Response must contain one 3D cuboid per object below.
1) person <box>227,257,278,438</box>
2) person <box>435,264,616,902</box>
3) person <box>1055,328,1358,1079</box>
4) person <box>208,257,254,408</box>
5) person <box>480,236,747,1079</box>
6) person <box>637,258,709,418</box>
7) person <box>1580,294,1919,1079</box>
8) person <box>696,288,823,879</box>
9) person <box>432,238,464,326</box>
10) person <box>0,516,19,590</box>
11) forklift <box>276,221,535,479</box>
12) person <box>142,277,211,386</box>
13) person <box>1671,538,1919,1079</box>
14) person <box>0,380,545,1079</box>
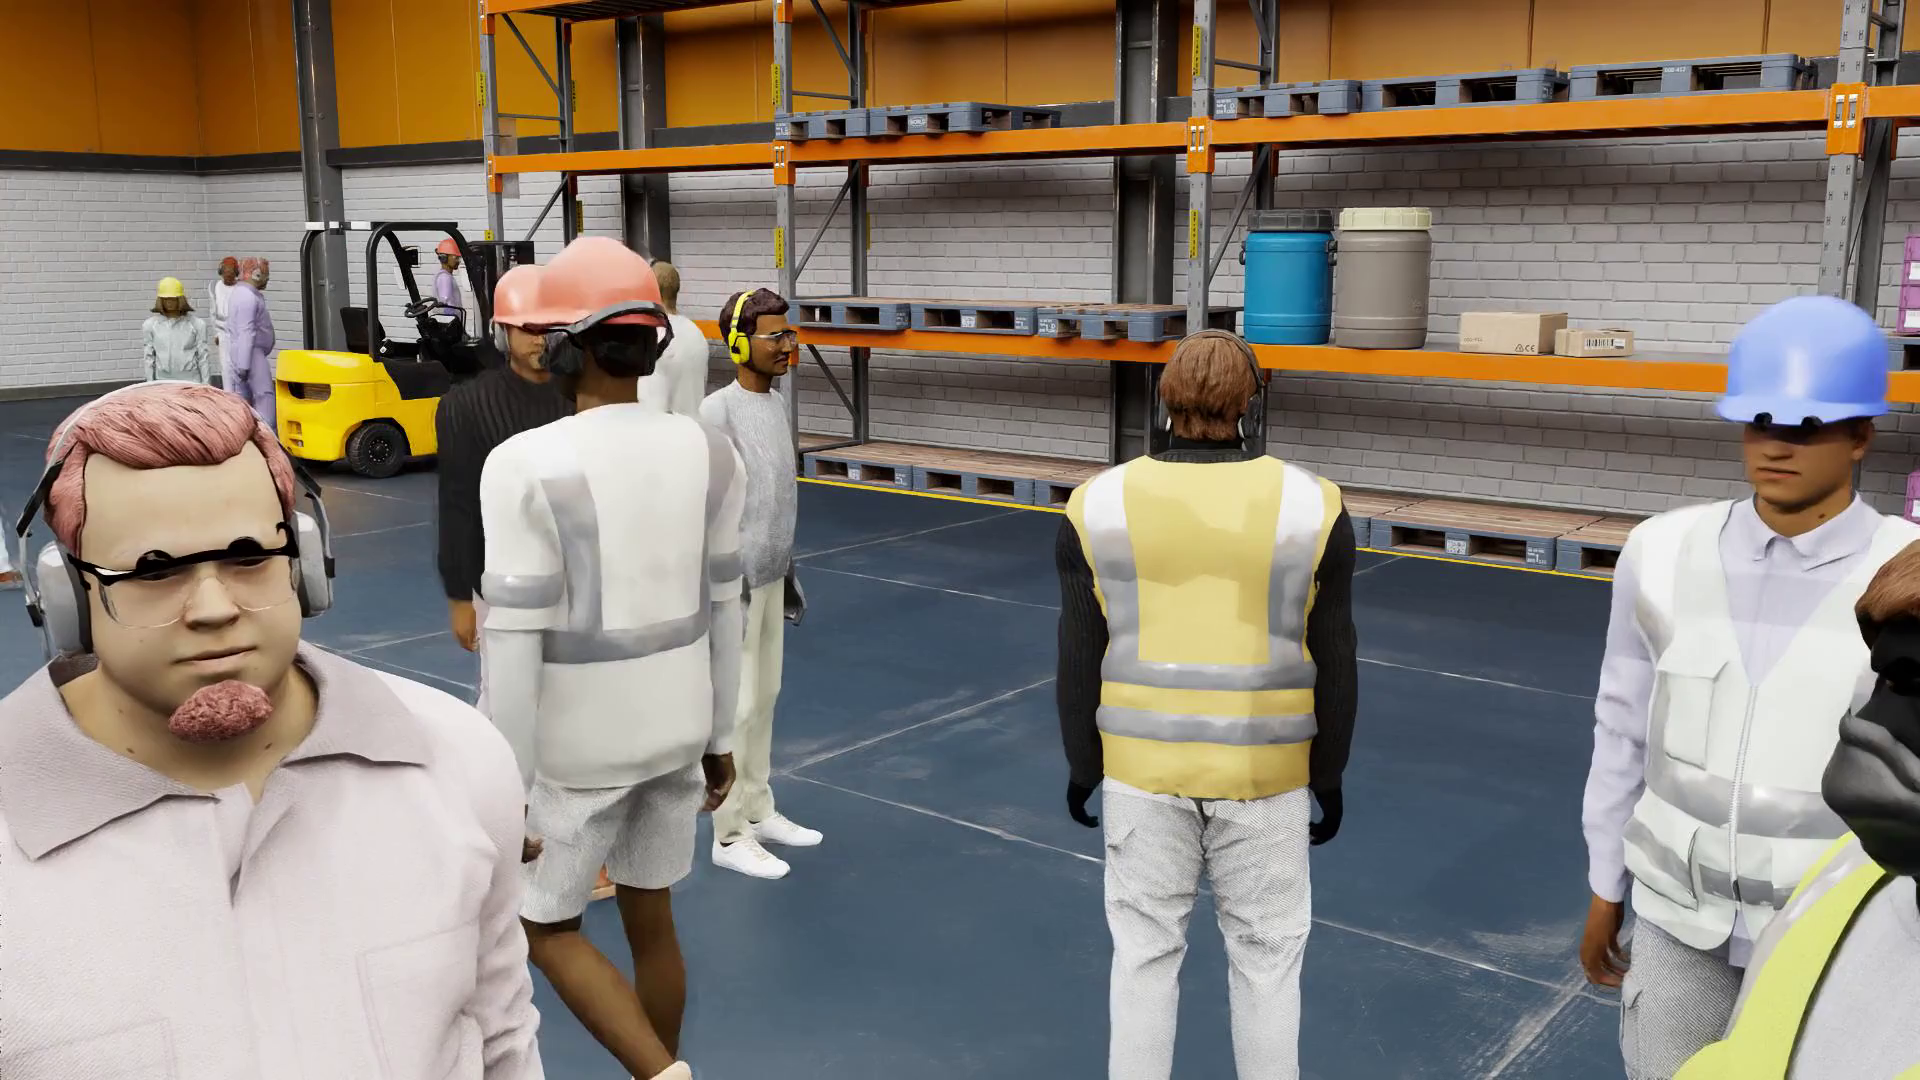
[{"bbox_3d":[-6.623,-1.663,15.318,0.803,1.872,0.664,-6,12,-30],"label":"person"},{"bbox_3d":[-1.389,0.099,5.341,0.609,1.963,0.939,-6,12,-29],"label":"person"},{"bbox_3d":[0.517,0.481,3.519,0.619,1.845,0.430,2,10,11],"label":"person"},{"bbox_3d":[-8.503,-2.391,19.497,0.588,1.812,0.991,-1,10,-6],"label":"person"},{"bbox_3d":[-0.648,0.412,3.374,0.604,2.031,0.607,9,14,42],"label":"person"},{"bbox_3d":[-1.369,-0.345,7.825,0.356,1.938,0.633,3,11,14],"label":"person"},{"bbox_3d":[1.273,0.591,2.627,0.408,1.944,0.608,-10,14,-43],"label":"person"},{"bbox_3d":[-0.643,0.132,5.370,0.328,1.873,0.520,3,11,17],"label":"person"},{"bbox_3d":[-5.557,-2.263,18.178,0.394,2.038,0.605,-4,11,-21],"label":"person"},{"bbox_3d":[-5.951,-0.623,9.537,1.039,1.884,0.652,3,11,15],"label":"person"},{"bbox_3d":[-4.922,-1.741,14.854,1.214,2.155,2.313,8,13,38],"label":"forklift"},{"bbox_3d":[-6.281,-1.240,13.383,0.487,1.729,0.450,-4,11,-23],"label":"person"},{"bbox_3d":[0.738,0.882,1.296,0.429,1.844,0.627,0,10,2],"label":"person"},{"bbox_3d":[-0.645,0.808,1.524,0.647,1.908,0.409,-9,14,-41],"label":"person"}]
